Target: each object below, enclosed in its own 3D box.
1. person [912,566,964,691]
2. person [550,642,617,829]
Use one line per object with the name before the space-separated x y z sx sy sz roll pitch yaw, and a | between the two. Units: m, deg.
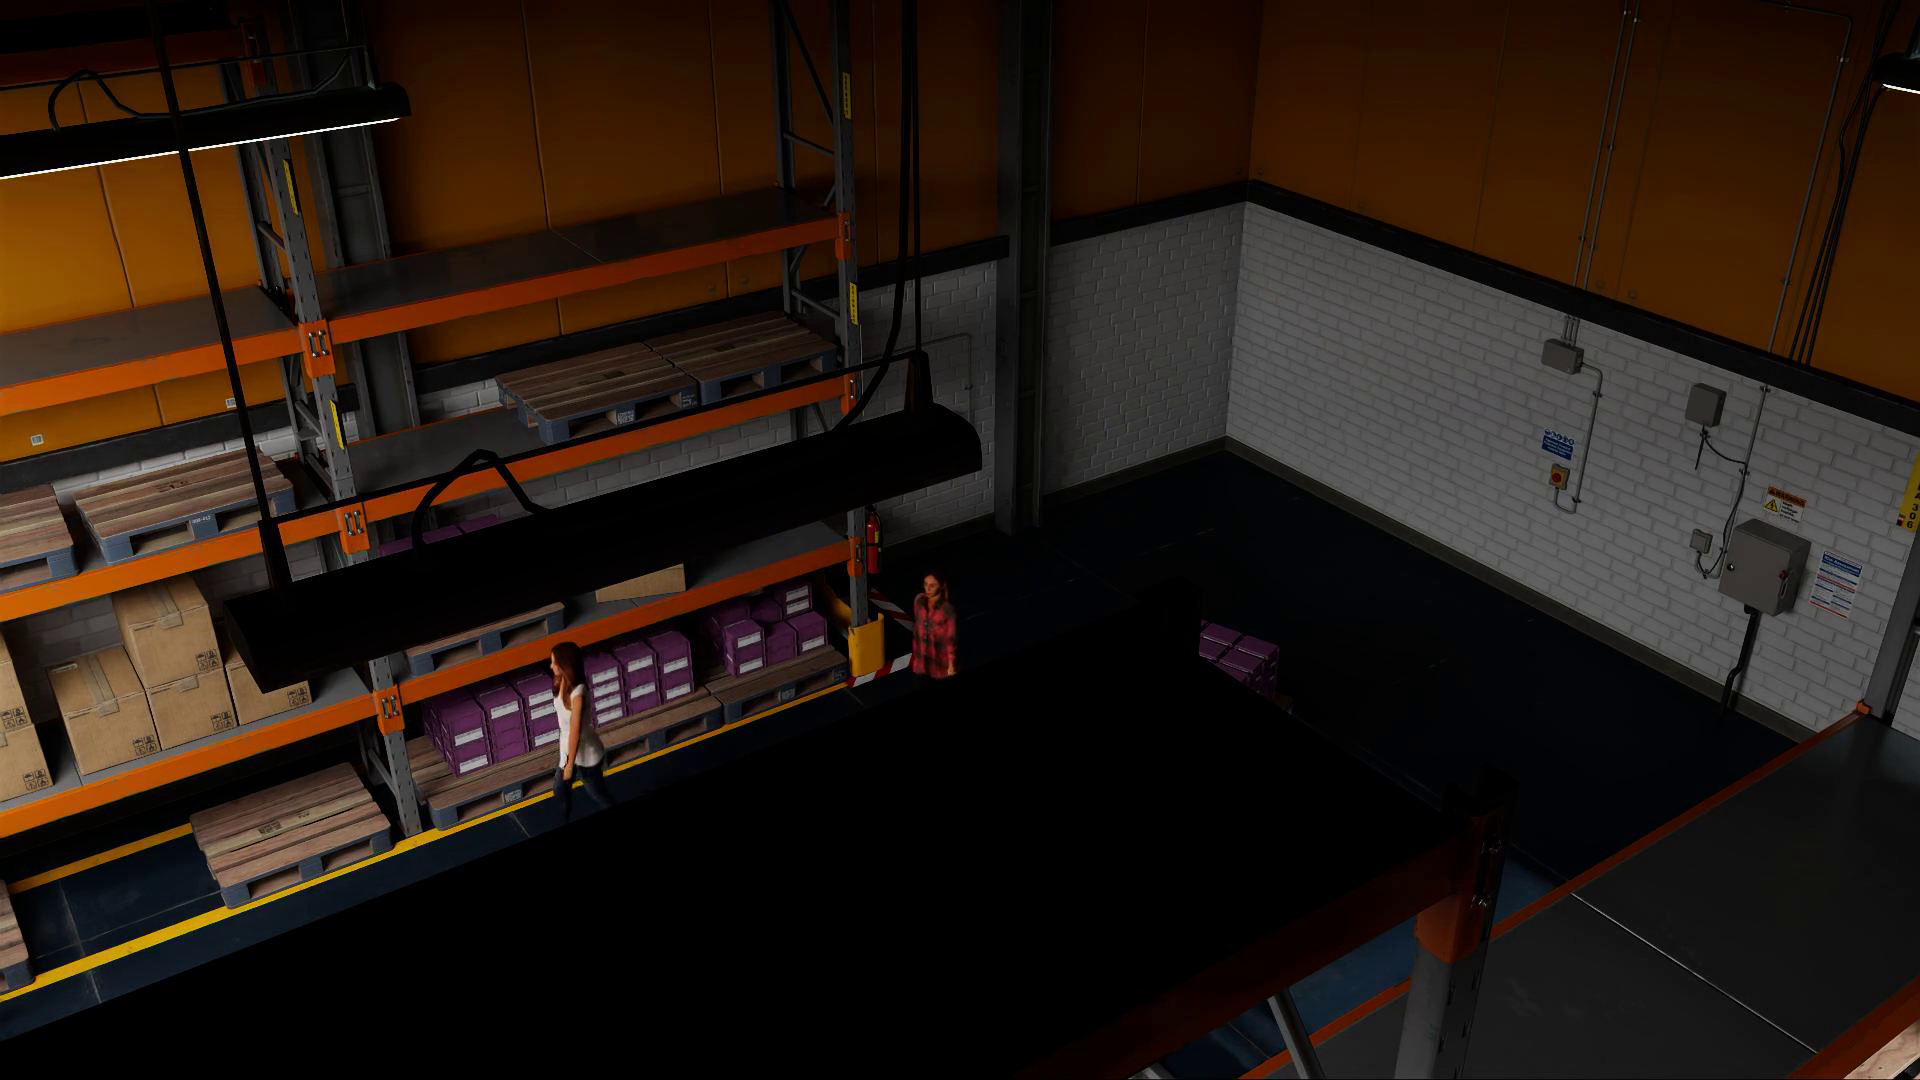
person | -0.133 0.922 13.184 0.784 1.683 1.022 21 35 33
person | -2.651 1.499 12.044 0.856 1.763 0.582 -19 34 -31
